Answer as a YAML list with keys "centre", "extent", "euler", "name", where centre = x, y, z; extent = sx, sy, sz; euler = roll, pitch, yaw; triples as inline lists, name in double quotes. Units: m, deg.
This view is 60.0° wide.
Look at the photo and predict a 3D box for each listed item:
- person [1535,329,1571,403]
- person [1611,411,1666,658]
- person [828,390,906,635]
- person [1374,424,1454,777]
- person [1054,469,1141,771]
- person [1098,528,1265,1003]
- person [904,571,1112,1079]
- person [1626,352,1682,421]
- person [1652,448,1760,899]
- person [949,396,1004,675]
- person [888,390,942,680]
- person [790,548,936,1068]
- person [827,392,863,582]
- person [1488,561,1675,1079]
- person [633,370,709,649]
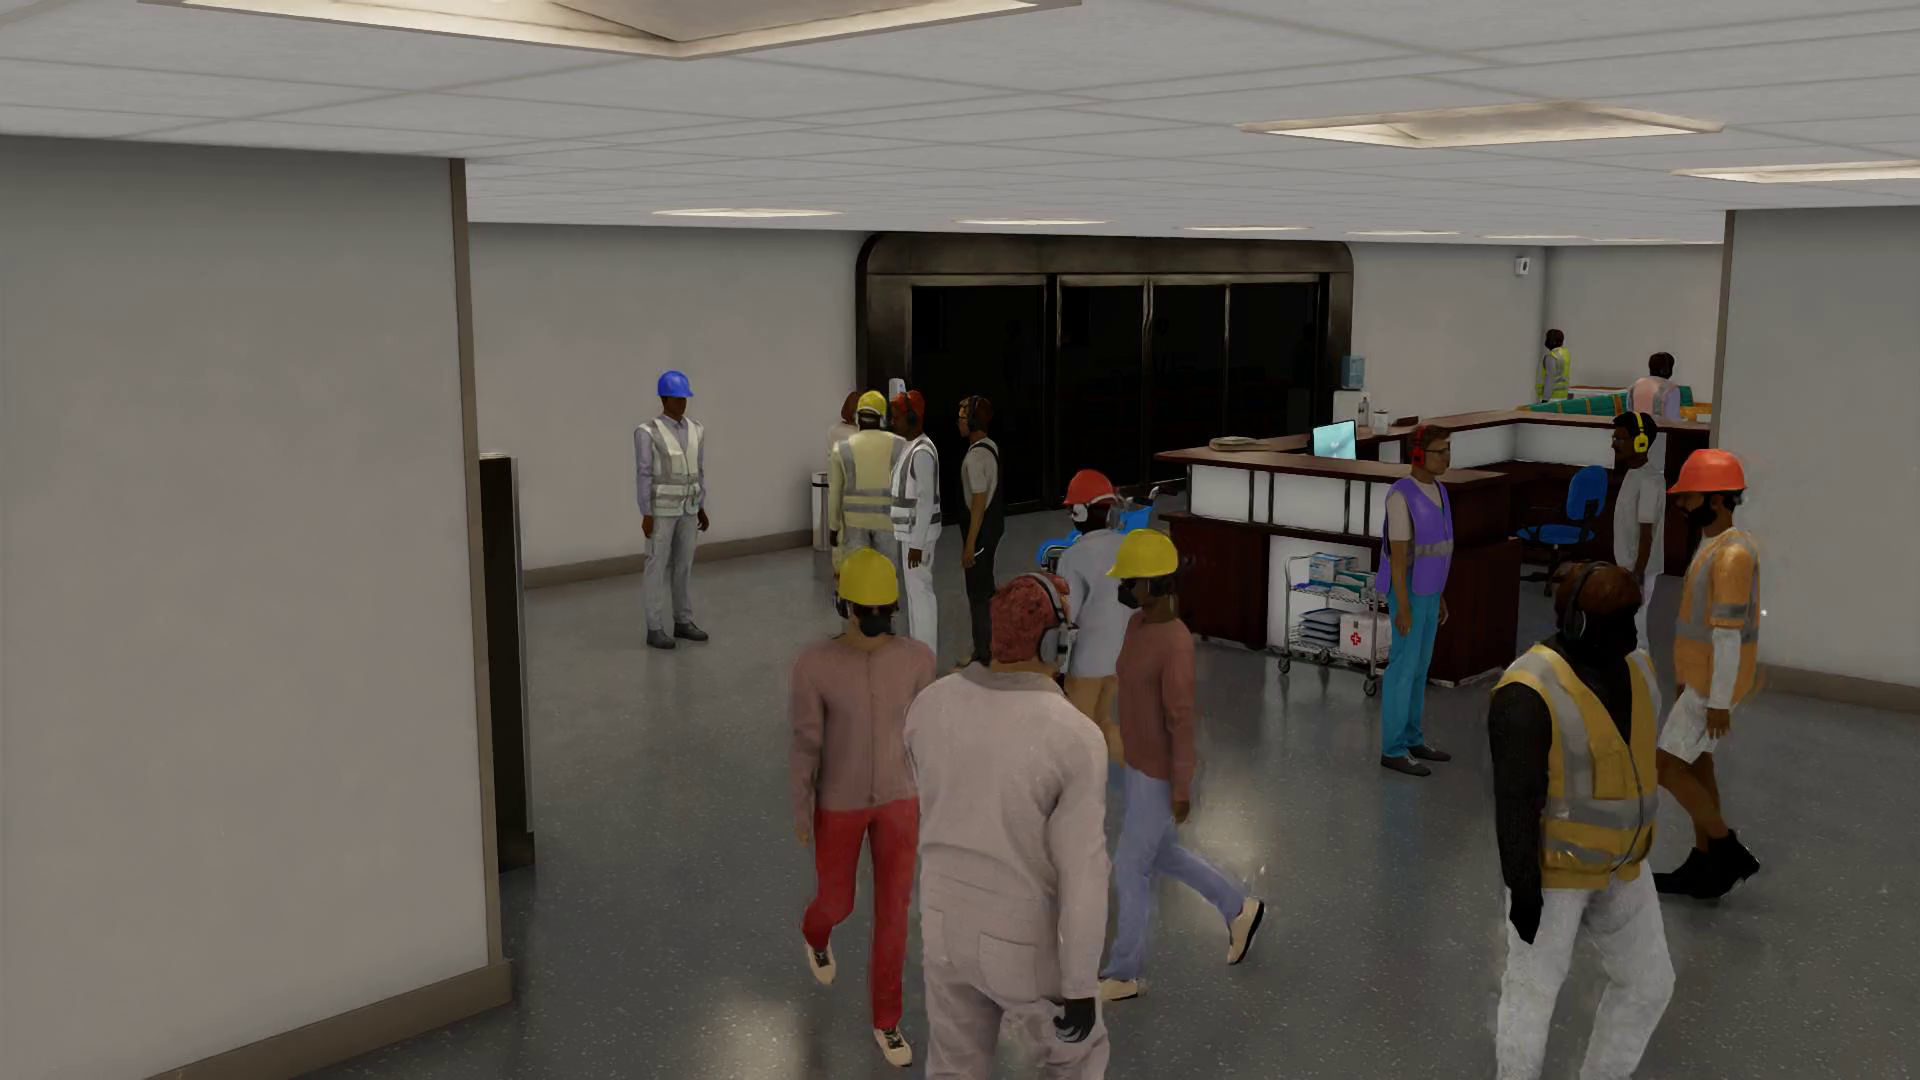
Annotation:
- centre: [8.077, -1.957, 22.723]
  extent: [0.429, 1.844, 0.625]
  euler: [7, 11, 35]
  name: "person"
- centre: [3.813, 0.202, 9.441]
  extent: [0.326, 1.858, 0.508]
  euler: [2, 9, 12]
  name: "person"
- centre: [-0.638, -0.153, 11.747]
  extent: [0.608, 1.806, 0.427]
  euler: [-1, 9, -6]
  name: "person"
- centre: [2.420, 0.303, 8.842]
  extent: [0.389, 1.849, 0.567]
  euler: [7, 11, 35]
  name: "person"
- centre: [0.659, 0.540, 7.732]
  extent: [0.498, 1.732, 0.566]
  euler: [7, 11, 36]
  name: "person"
- centre: [0.772, 0.813, 6.054]
  extent: [0.741, 1.746, 0.532]
  euler: [-2, 9, -11]
  name: "person"
- centre: [0.156, 1.016, 4.366]
  extent: [0.680, 1.883, 0.633]
  euler: [7, 12, 37]
  name: "person"
- centre: [6.880, -0.937, 16.470]
  extent: [0.430, 1.844, 0.624]
  euler: [-4, 10, -22]
  name: "person"
- centre: [3.083, 0.578, 6.928]
  extent: [0.404, 1.920, 0.574]
  euler: [3, 10, 17]
  name: "person"
- centre: [0.110, -0.012, 10.774]
  extent: [0.340, 1.845, 0.513]
  euler: [2, 9, 12]
  name: "person"
- centre: [-0.297, -0.027, 10.743]
  extent: [0.355, 1.887, 0.574]
  euler: [-1, 9, -8]
  name: "person"
- centre: [-0.349, 0.867, 5.729]
  extent: [0.521, 1.749, 0.662]
  euler: [-3, 10, -20]
  name: "person"
- centre: [-0.893, -0.448, 14.142]
  extent: [0.504, 1.627, 0.285]
  euler: [-5, 10, -28]
  name: "person"
- centre: [1.852, 0.967, 4.852]
  extent: [0.664, 1.820, 0.606]
  euler: [-5, 11, -30]
  name: "person"
- centre: [-2.020, -0.222, 11.748]
  extent: [0.403, 1.948, 0.605]
  euler: [8, 12, 39]
  name: "person"
